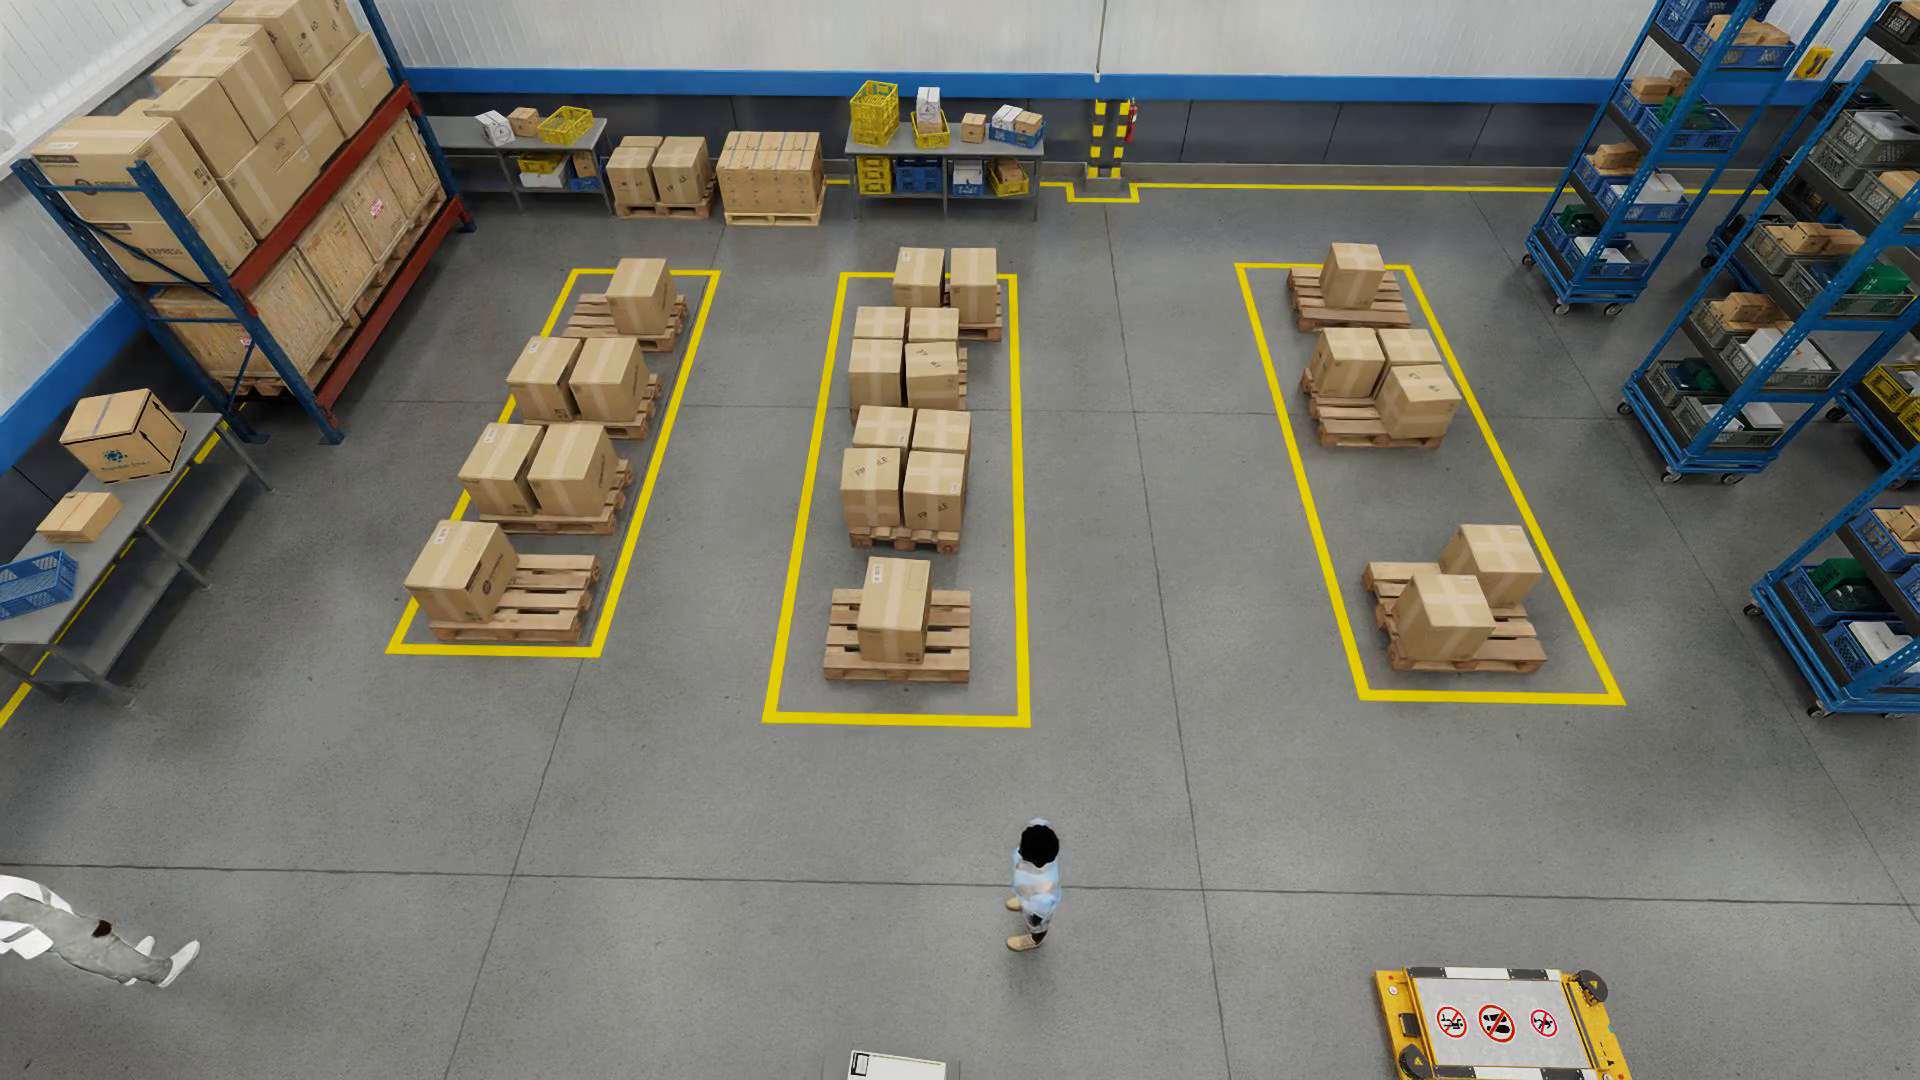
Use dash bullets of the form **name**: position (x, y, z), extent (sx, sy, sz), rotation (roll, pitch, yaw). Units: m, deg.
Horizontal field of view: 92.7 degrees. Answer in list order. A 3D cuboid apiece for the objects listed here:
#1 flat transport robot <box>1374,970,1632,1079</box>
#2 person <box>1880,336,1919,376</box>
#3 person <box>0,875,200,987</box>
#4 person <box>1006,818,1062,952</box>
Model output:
- **flat transport robot**: position (3.501, 3.133, 5.914), extent (1.431, 0.197, 0.652), rotation (1, 51, 1)
- **person**: position (10.253, -2.379, 9.325), extent (0.586, 1.963, 0.625), rotation (34, 59, 25)
- **person**: position (-5.508, 2.322, 5.525), extent (0.587, 1.913, 0.395), rotation (7, 51, 6)
- **person**: position (0.473, 2.185, 5.776), extent (0.320, 1.694, 0.536), rotation (-1, 51, -1)
